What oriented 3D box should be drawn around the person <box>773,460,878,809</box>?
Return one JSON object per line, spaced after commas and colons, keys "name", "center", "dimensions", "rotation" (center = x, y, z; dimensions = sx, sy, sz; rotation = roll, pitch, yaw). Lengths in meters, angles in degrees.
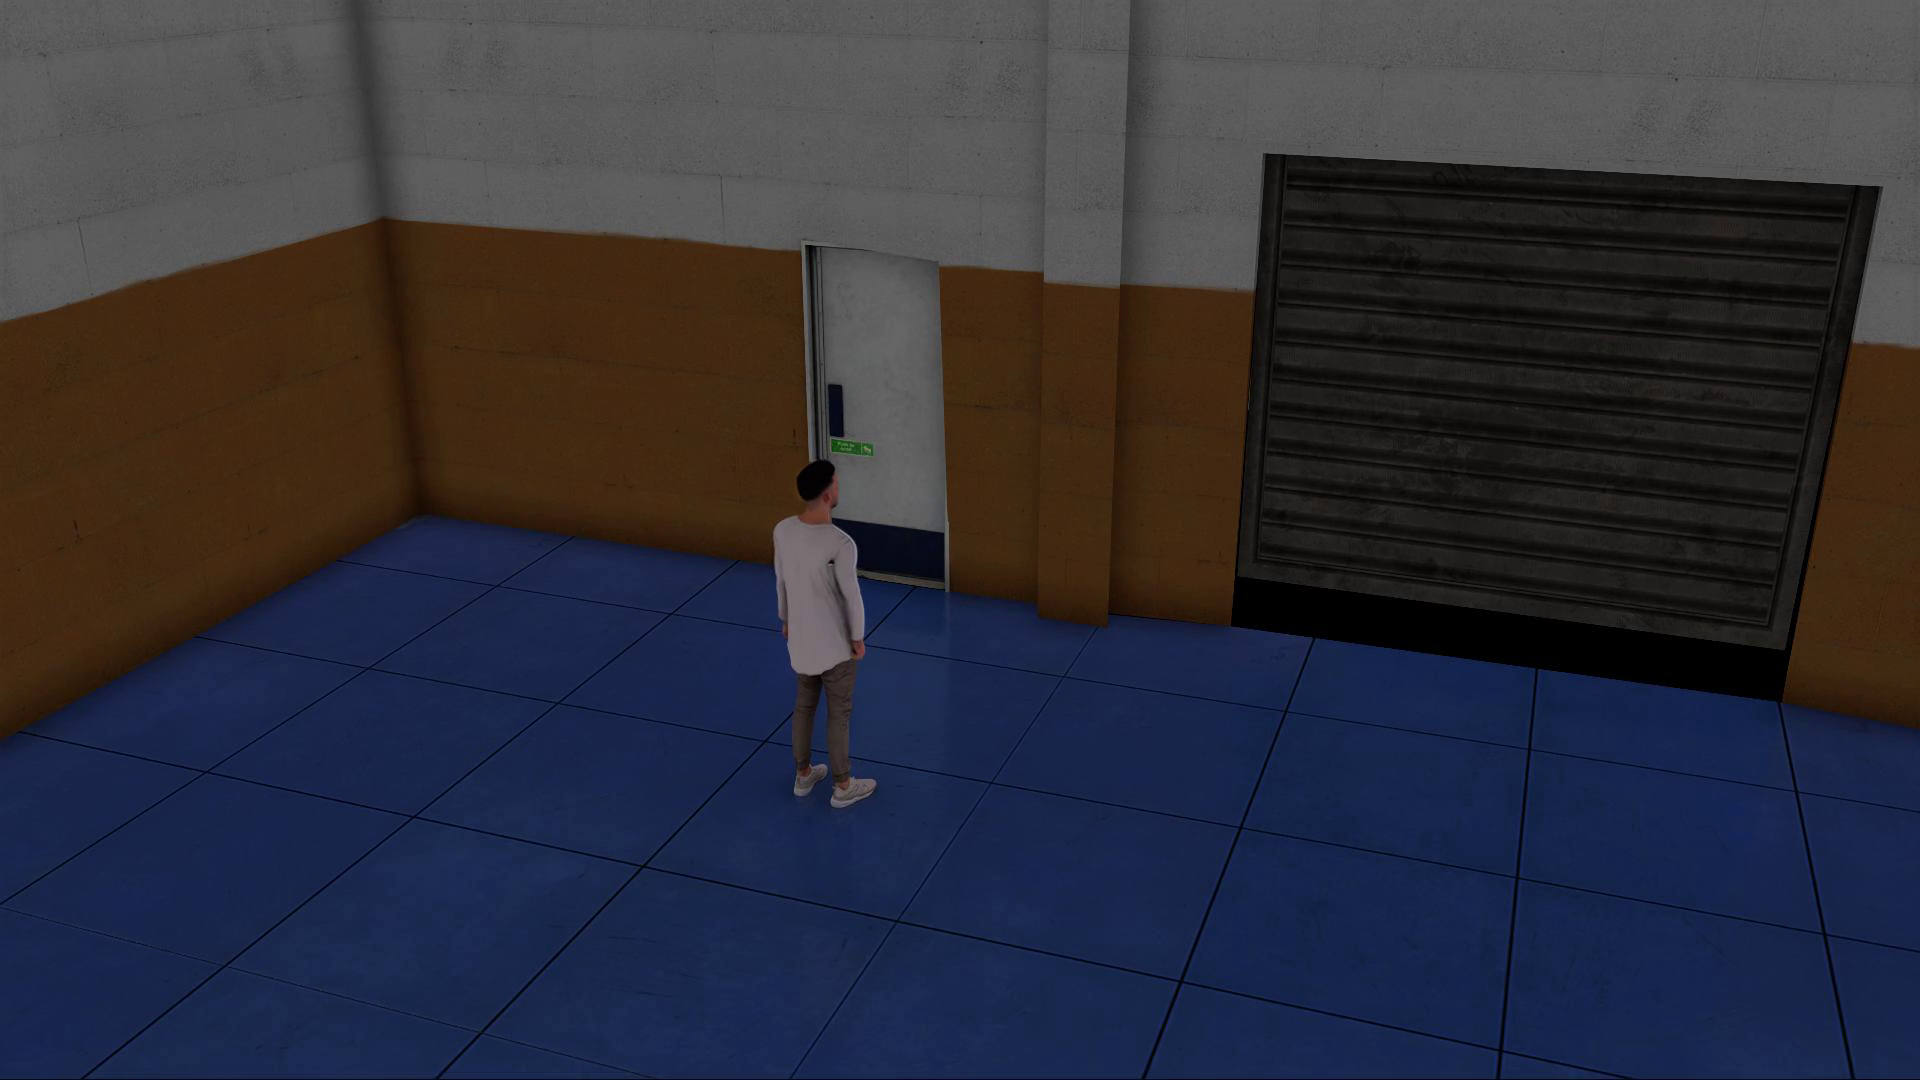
{"name": "person", "center": [-0.700, 0.465, 8.396], "dimensions": [0.571, 1.839, 0.779], "rotation": [14, 26, 31]}
